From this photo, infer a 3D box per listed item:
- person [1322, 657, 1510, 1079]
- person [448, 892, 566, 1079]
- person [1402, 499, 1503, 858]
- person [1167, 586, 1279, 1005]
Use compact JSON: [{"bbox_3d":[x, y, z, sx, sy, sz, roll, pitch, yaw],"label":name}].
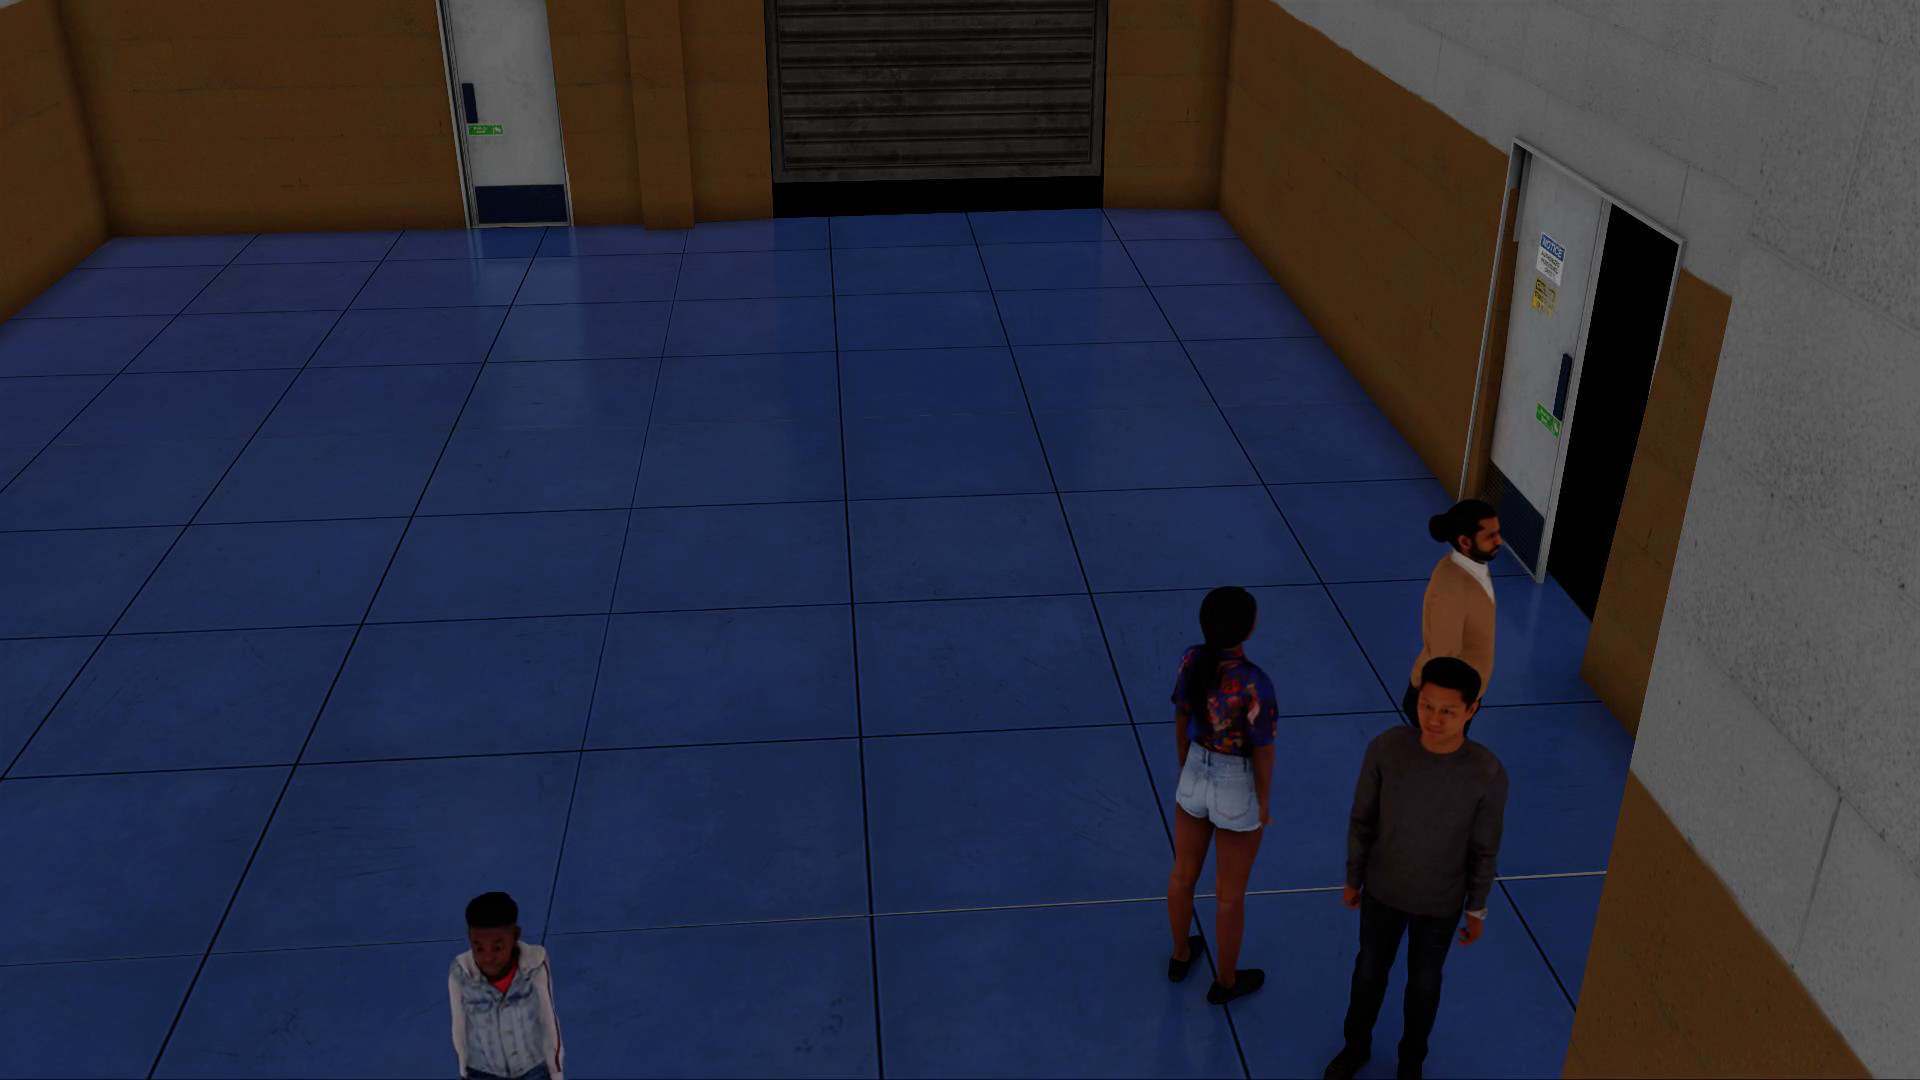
[{"bbox_3d":[1.557,1.172,5.658,0.660,1.768,0.775,-9,28,-16],"label":"person"},{"bbox_3d":[-1.440,1.615,5.354,0.525,1.254,0.574,-5,27,-9],"label":"person"},{"bbox_3d":[1.964,0.636,6.723,0.758,1.754,0.752,11,29,21],"label":"person"},{"bbox_3d":[0.953,0.939,6.149,0.664,1.741,0.707,24,35,39],"label":"person"}]
